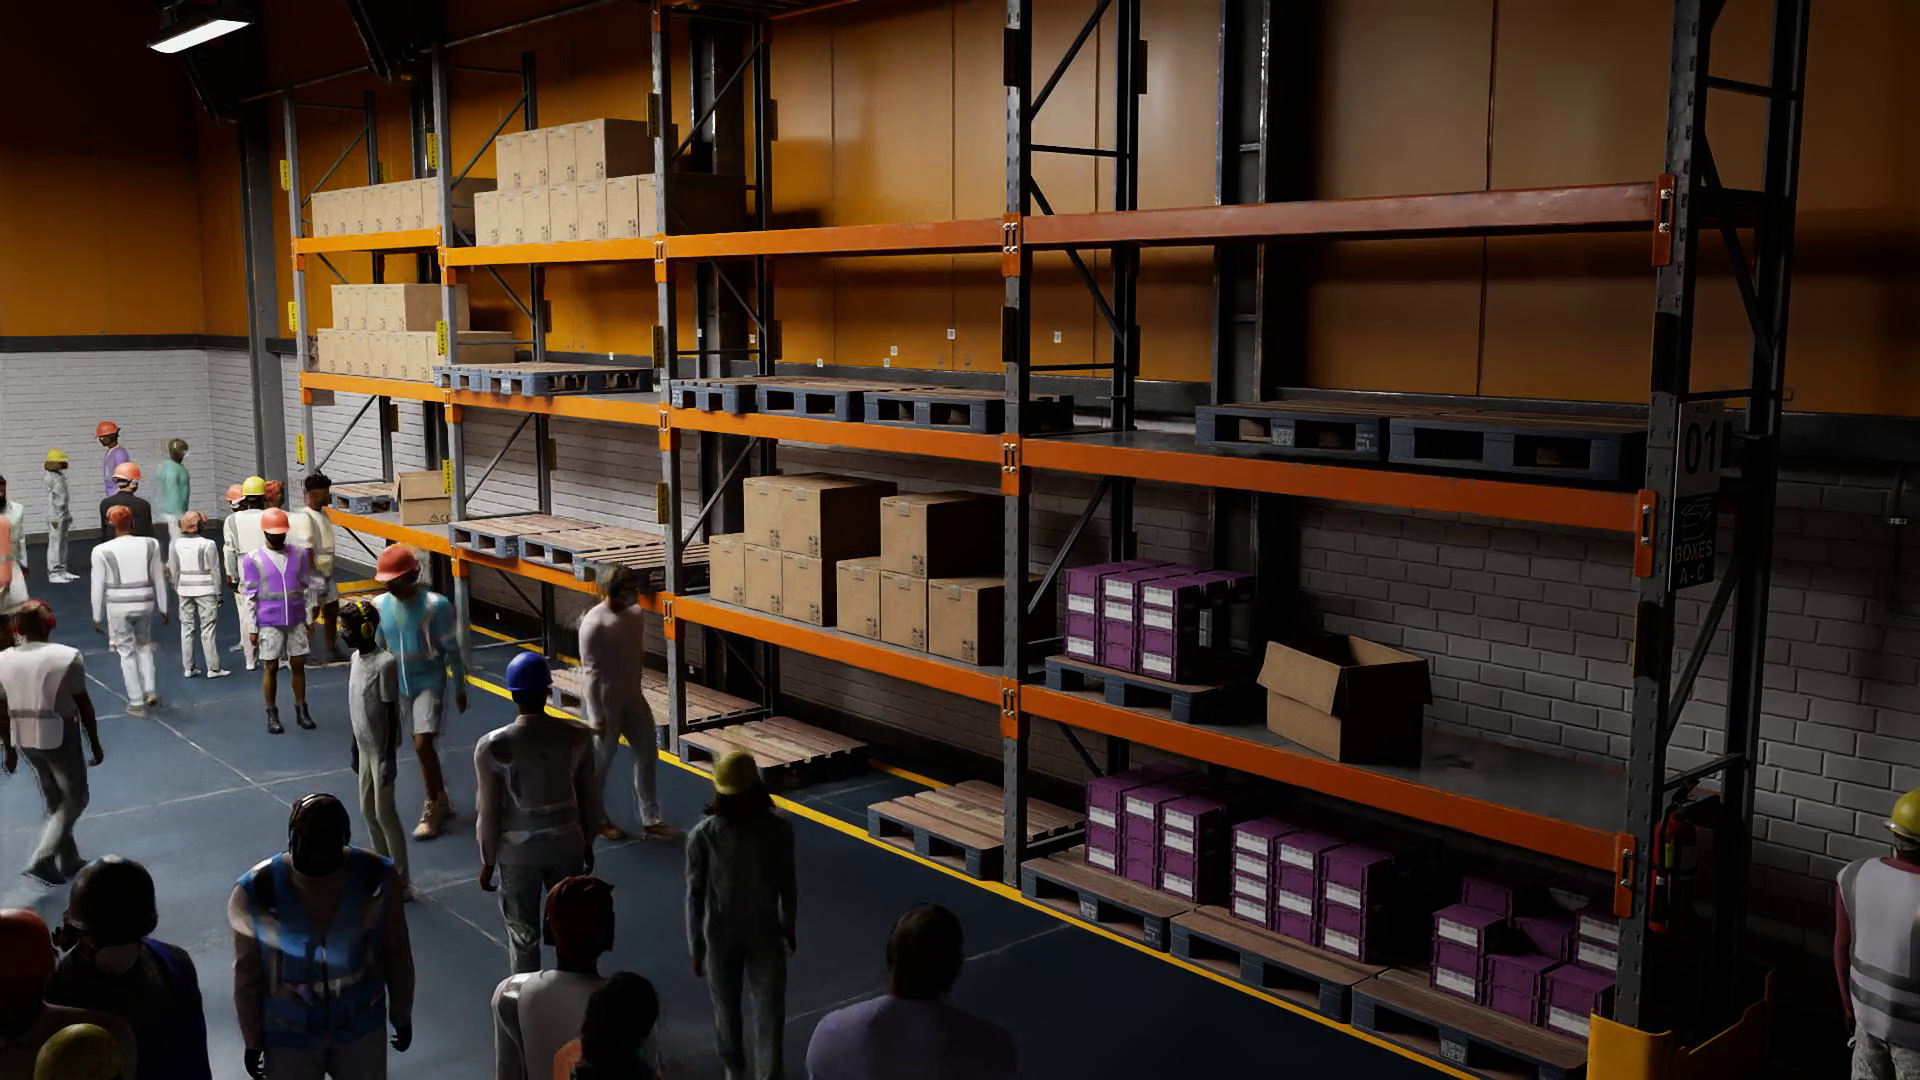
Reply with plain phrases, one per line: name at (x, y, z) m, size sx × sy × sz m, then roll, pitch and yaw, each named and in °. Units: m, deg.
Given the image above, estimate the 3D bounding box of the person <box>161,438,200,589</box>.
person at (-9.861, -0.330, 21.039) m, size 0.427 × 1.927 × 0.626 m, roll -2°, pitch 8°, yaw -14°

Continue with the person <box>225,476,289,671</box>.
person at (-6.904, 0.335, 16.400) m, size 0.588 × 1.930 × 0.363 m, roll -1°, pitch 8°, yaw -5°

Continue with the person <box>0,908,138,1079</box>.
person at (-2.631, 1.991, 4.715) m, size 0.621 × 1.986 × 0.409 m, roll -3°, pitch 9°, yaw -23°

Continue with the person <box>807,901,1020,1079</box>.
person at (-0.156, 2.012, 4.798) m, size 0.671 × 1.918 × 0.599 m, roll 2°, pitch 8°, yaw 15°

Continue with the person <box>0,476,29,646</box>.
person at (-9.760, 0.274, 16.975) m, size 0.766 × 1.883 × 0.669 m, roll 5°, pitch 9°, yaw 30°

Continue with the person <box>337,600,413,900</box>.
person at (-3.559, 1.283, 10.083) m, size 0.338 × 1.855 × 0.526 m, roll -8°, pitch 11°, yaw -44°

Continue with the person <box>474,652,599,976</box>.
person at (-2.071, 1.513, 8.159) m, size 0.605 × 1.944 × 0.402 m, roll -5°, pitch 10°, yaw -32°

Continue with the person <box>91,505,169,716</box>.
person at (-7.313, 0.619, 14.635) m, size 0.454 × 1.866 × 0.621 m, roll 8°, pitch 11°, yaw 44°

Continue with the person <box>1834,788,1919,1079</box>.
person at (3.621, 1.831, 6.334) m, size 0.403 × 1.835 × 0.588 m, roll -3°, pitch 9°, yaw -19°

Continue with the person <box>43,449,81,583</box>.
person at (-11.681, -0.311, 21.589) m, size 0.322 × 1.731 × 0.553 m, roll -1°, pitch 8°, yaw -6°

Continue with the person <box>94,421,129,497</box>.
person at (-11.482, -0.601, 22.596) m, size 0.406 × 2.029 × 0.608 m, roll -7°, pitch 11°, yaw -40°

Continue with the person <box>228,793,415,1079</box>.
person at (-2.403, 1.841, 6.320) m, size 0.642 × 1.833 × 0.431 m, roll -4°, pitch 9°, yaw -25°

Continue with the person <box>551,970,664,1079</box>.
person at (-0.976, 2.064, 4.632) m, size 0.591 × 1.870 × 0.640 m, roll -6°, pitch 10°, yaw -35°

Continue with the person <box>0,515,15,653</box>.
person at (-9.229, 0.401, 15.817) m, size 0.367 × 1.966 × 0.607 m, roll -2°, pitch 8°, yaw -11°

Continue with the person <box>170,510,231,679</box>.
person at (-7.349, 0.532, 16.043) m, size 0.512 × 1.637 × 0.307 m, roll 1°, pitch 8°, yaw 10°

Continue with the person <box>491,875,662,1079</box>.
person at (-1.164, 1.967, 5.211) m, size 0.573 × 1.887 × 0.356 m, roll 2°, pitch 9°, yaw 16°

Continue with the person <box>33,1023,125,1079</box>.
person at (-2.330, 2.148, 4.486) m, size 0.486 × 1.737 × 0.323 m, roll 2°, pitch 8°, yaw 13°

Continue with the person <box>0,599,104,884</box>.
person at (-5.681, 1.264, 10.372) m, size 0.582 × 1.820 × 0.585 m, roll 1°, pitch 8°, yaw 8°

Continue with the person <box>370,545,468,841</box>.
person at (-3.749, 1.025, 11.335) m, size 0.628 × 2.001 × 0.805 m, roll 3°, pitch 9°, yaw 17°

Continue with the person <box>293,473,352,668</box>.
person at (-6.365, 0.315, 16.515) m, size 0.526 × 1.952 × 0.683 m, roll 0°, pitch 8°, yaw 3°

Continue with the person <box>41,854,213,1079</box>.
person at (-2.484, 1.919, 5.007) m, size 0.535 × 2.000 × 0.684 m, roll 3°, pitch 9°, yaw 21°

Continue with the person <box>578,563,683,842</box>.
person at (-2.200, 1.108, 11.082) m, size 0.838 × 1.908 × 0.664 m, roll 4°, pitch 9°, yaw 26°

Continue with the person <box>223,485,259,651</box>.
person at (-7.469, 0.289, 17.371) m, size 0.359 × 1.742 × 0.567 m, roll 3°, pitch 9°, yaw 21°

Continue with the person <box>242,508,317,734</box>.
person at (-5.737, 0.677, 14.059) m, size 0.548 × 1.924 × 0.387 m, roll -7°, pitch 11°, yaw -40°

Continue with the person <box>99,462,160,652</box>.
person at (-8.634, 0.184, 17.309) m, size 0.632 × 1.981 × 0.433 m, roll 3°, pitch 9°, yaw 18°

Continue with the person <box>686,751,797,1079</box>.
person at (-0.952, 1.761, 7.303) m, size 0.489 × 1.689 × 0.912 m, roll -1°, pitch 8°, yaw -9°
